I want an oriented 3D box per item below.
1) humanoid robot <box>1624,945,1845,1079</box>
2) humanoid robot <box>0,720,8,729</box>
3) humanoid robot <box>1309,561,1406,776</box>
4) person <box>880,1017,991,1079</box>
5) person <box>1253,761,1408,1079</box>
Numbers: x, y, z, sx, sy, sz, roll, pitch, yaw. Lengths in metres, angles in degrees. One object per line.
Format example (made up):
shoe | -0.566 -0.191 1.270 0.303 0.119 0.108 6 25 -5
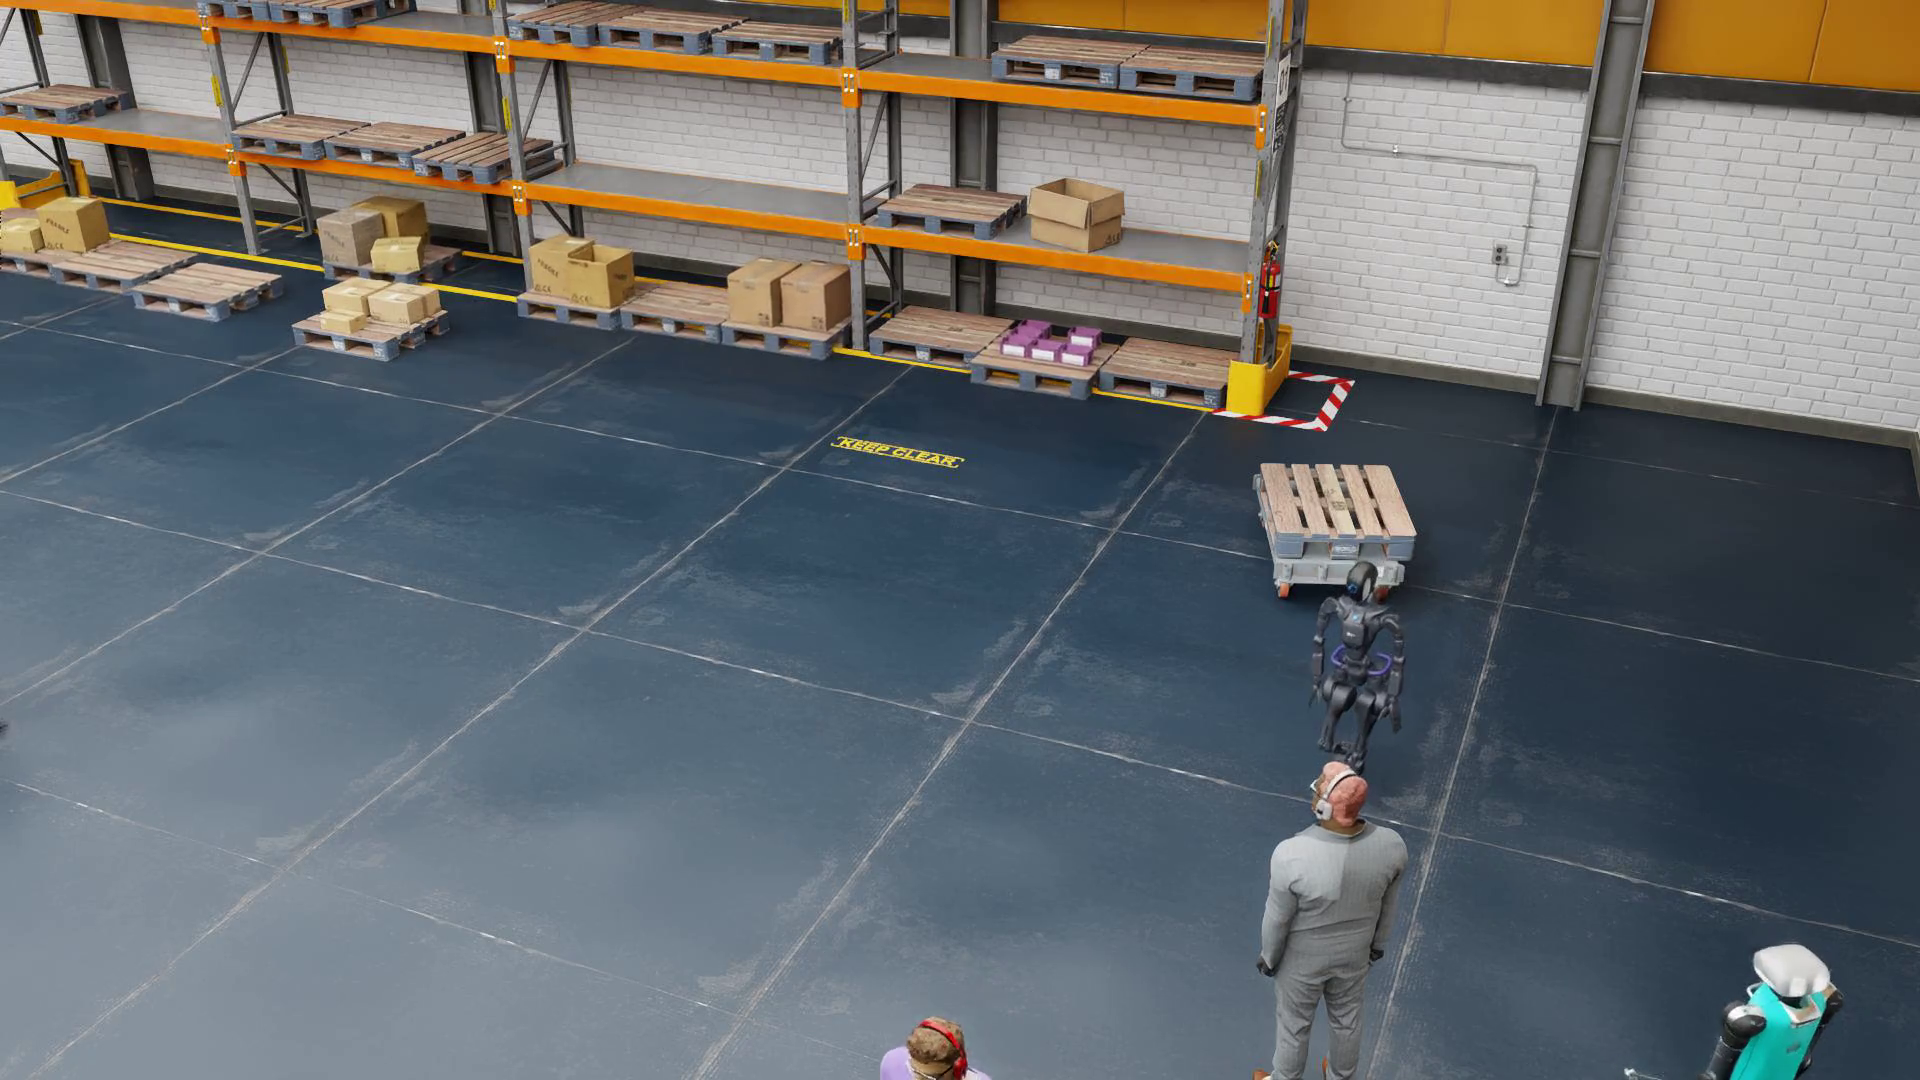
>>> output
humanoid robot | 3.076 2.296 6.929 0.552 1.819 0.773 -10 29 -18
humanoid robot | -6.511 0.511 10.417 0.572 1.638 0.612 15 31 26
humanoid robot | 2.360 0.840 9.775 0.590 1.643 0.413 17 32 29
person | -0.109 2.531 6.362 0.593 1.800 0.918 19 33 32
person | 1.655 1.831 7.595 0.640 1.910 0.411 -6 28 -11
